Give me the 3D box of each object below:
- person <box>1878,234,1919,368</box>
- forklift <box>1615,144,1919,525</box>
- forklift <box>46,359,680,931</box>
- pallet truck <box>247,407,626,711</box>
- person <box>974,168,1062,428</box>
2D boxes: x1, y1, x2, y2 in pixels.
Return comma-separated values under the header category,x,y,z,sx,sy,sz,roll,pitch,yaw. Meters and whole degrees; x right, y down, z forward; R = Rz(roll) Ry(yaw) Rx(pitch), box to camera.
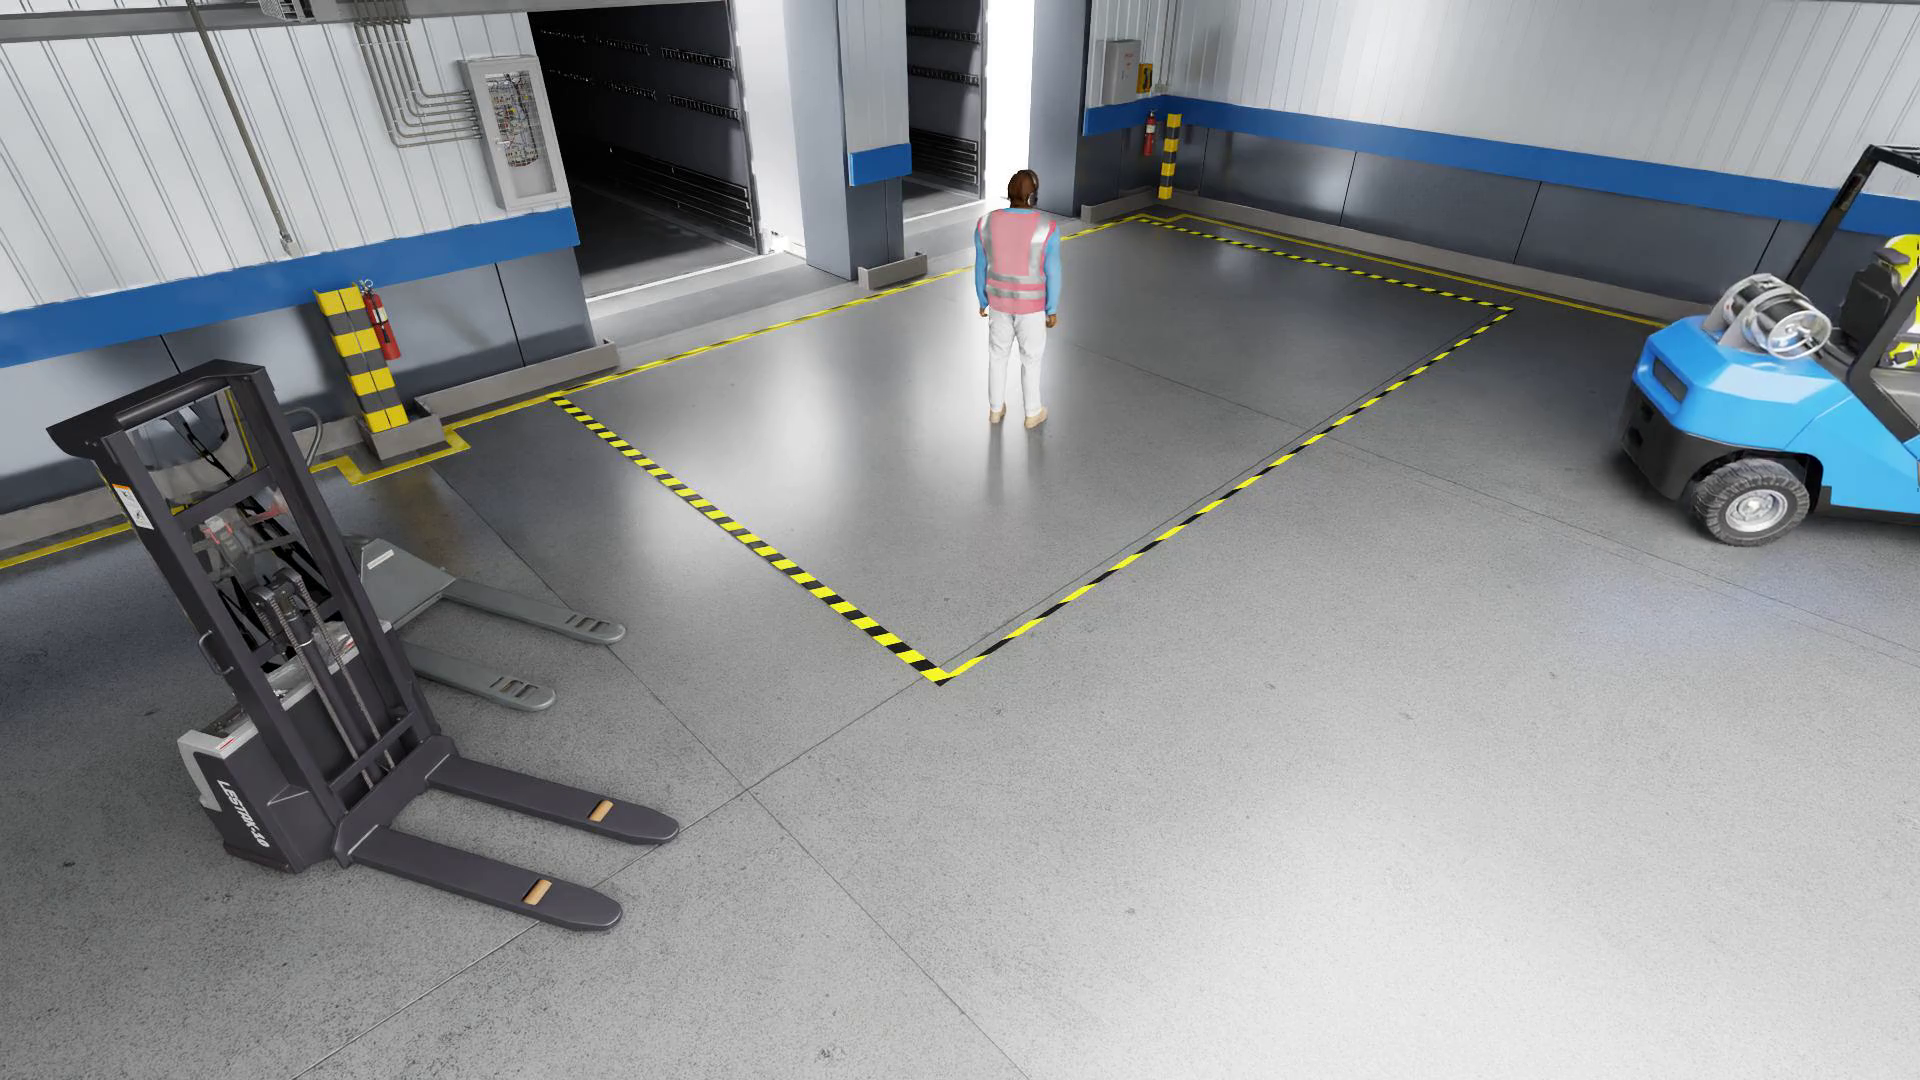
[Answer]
category,x,y,z,sx,sy,sz,roll,pitch,yaw
person,5.834,-1.310,5.252,1.004,1.294,0.630,8,35,11
forklift,5.778,-1.169,5.377,2.680,2.036,1.157,8,35,11
forklift,-2.135,0.422,3.354,1.885,1.965,0.823,10,35,14
pallet truck,-2.628,0.038,4.590,1.601,1.201,0.680,12,36,18
person,0.420,-1.704,6.616,0.627,1.842,0.429,12,36,17
